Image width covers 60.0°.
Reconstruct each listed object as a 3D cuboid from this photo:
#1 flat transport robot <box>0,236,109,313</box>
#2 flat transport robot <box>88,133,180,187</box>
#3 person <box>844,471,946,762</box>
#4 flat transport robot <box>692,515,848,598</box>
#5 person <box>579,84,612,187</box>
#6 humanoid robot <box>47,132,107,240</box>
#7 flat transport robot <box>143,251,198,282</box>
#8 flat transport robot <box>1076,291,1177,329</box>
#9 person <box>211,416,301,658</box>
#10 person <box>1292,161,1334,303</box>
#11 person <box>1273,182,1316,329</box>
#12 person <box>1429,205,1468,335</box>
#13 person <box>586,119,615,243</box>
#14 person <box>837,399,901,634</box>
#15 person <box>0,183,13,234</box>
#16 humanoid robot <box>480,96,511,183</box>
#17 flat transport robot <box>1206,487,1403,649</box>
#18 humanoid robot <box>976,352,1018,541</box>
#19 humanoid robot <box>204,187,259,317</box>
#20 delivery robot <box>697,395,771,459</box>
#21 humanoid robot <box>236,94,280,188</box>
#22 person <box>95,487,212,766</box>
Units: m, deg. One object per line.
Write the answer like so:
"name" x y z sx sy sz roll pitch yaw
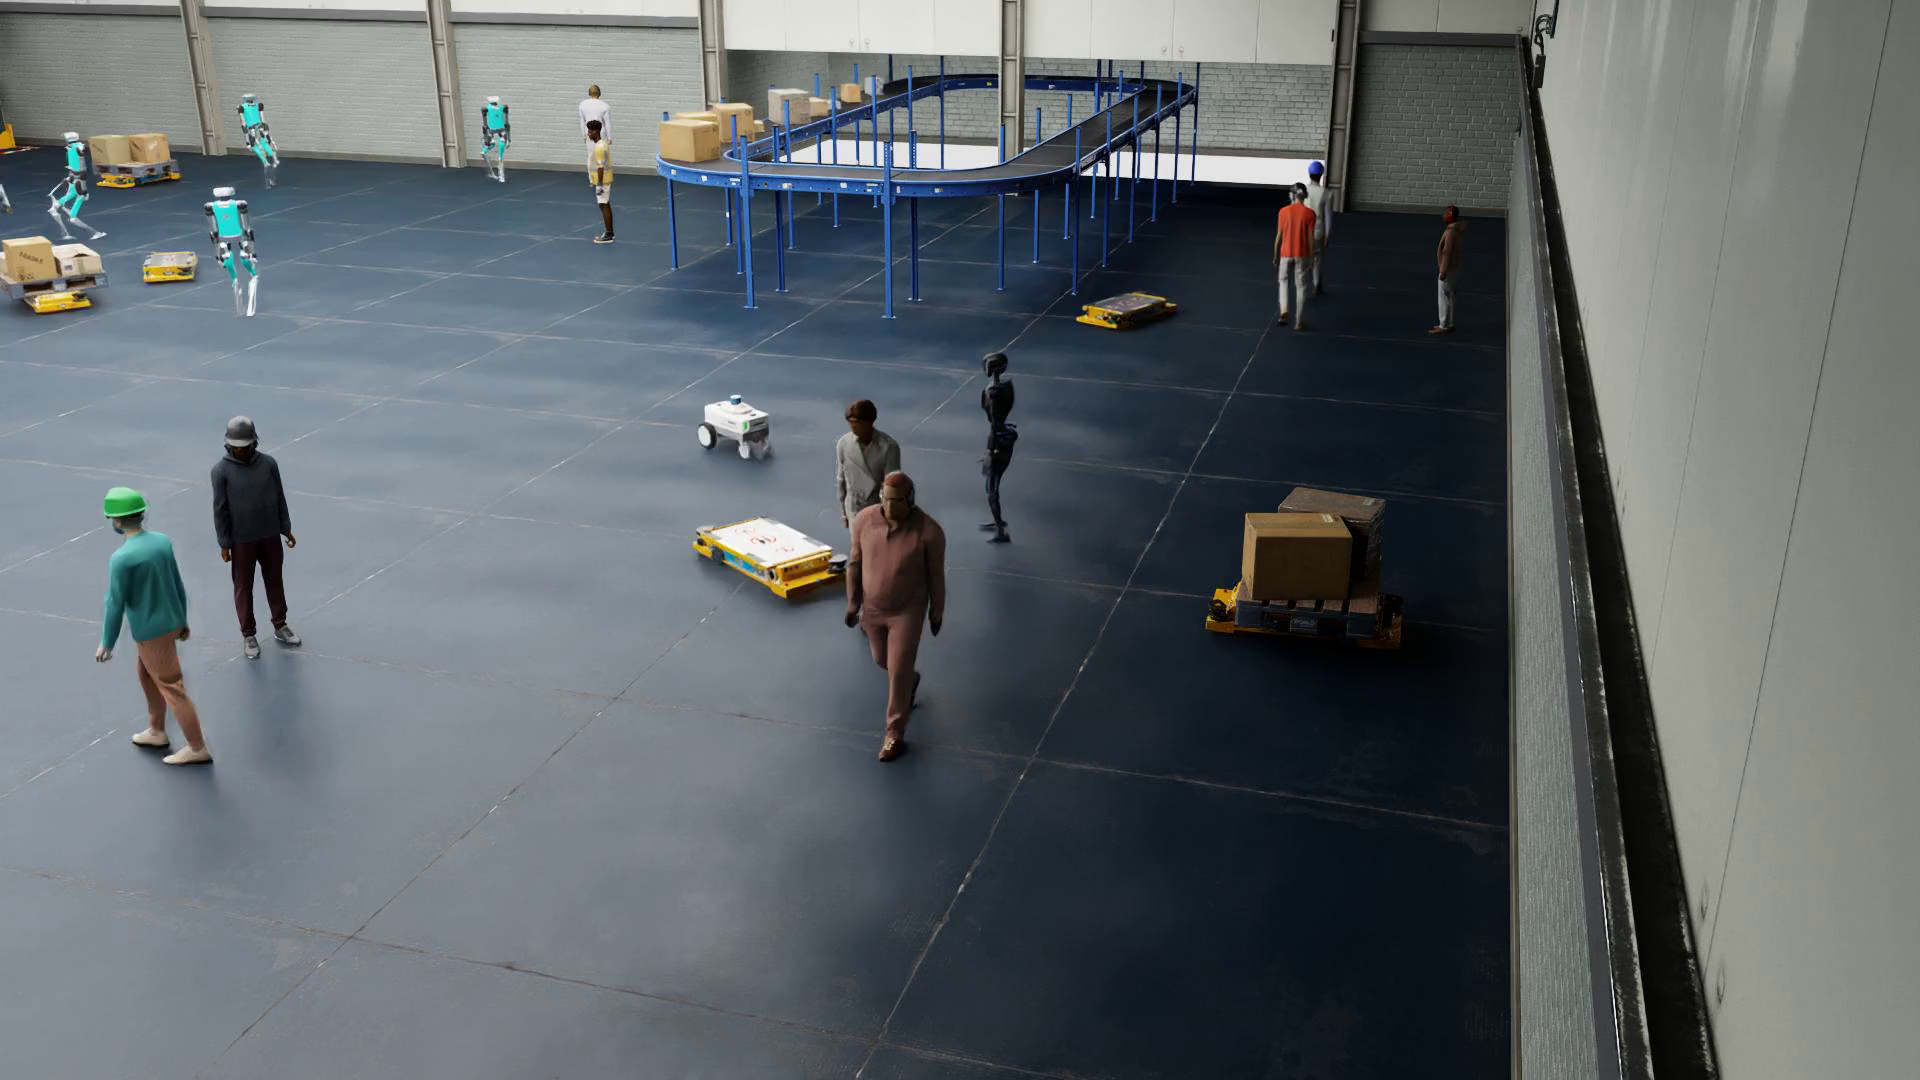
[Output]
"flat transport robot" -12.517 -3.399 22.994 0.659 0.231 1.431 -16 26 -36
"flat transport robot" -16.129 -7.114 32.629 0.659 0.231 1.431 8 22 20
"person" -0.404 0.413 10.880 0.636 1.870 0.883 9 23 22
"flat transport robot" -1.582 0.121 13.863 0.659 0.231 1.431 -17 27 -36
"person" -7.004 -7.788 32.080 0.620 1.932 0.369 3 21 7
"humanoid robot" -14.403 -5.657 26.840 0.578 1.777 0.893 19 28 40
"flat transport robot" -11.740 -4.074 24.743 0.659 0.231 1.431 -8 22 -19
"flat transport robot" 2.224 -3.052 22.094 0.659 0.231 1.431 17 27 37
"person" -5.148 -0.046 12.156 0.536 1.807 0.377 -18 28 -39
"person" 4.858 -4.281 23.022 0.604 1.895 0.979 7 22 16
"person" 4.297 -3.638 21.376 0.567 1.884 0.591 6 22 15
"person" 6.238 -3.441 21.189 0.318 1.646 0.485 13 24 30
"person" -5.796 -5.799 26.877 0.372 1.959 0.602 -2 21 -6
"person" -0.667 -0.171 12.483 0.478 1.813 0.564 -3 21 -8
"person" -14.480 -4.976 24.827 0.567 1.892 0.594 2 21 6
"humanoid robot" -9.125 -7.820 32.489 0.548 1.732 1.026 -14 25 -31
"flat transport robot" 2.643 0.559 12.728 1.431 0.231 0.659 6 22 14
"humanoid robot" 0.317 -0.798 14.295 0.320 1.654 0.611 4 21 10
"humanoid robot" -9.548 -3.753 22.018 0.542 1.890 0.743 -4 21 -10
"delivery robot" -2.265 -1.167 16.812 0.791 0.598 0.499 20 28 41
"humanoid robot" -13.398 -7.645 31.991 0.811 1.775 0.532 14 25 33
"person" -5.194 0.568 10.524 0.779 1.836 0.539 2 21 4
